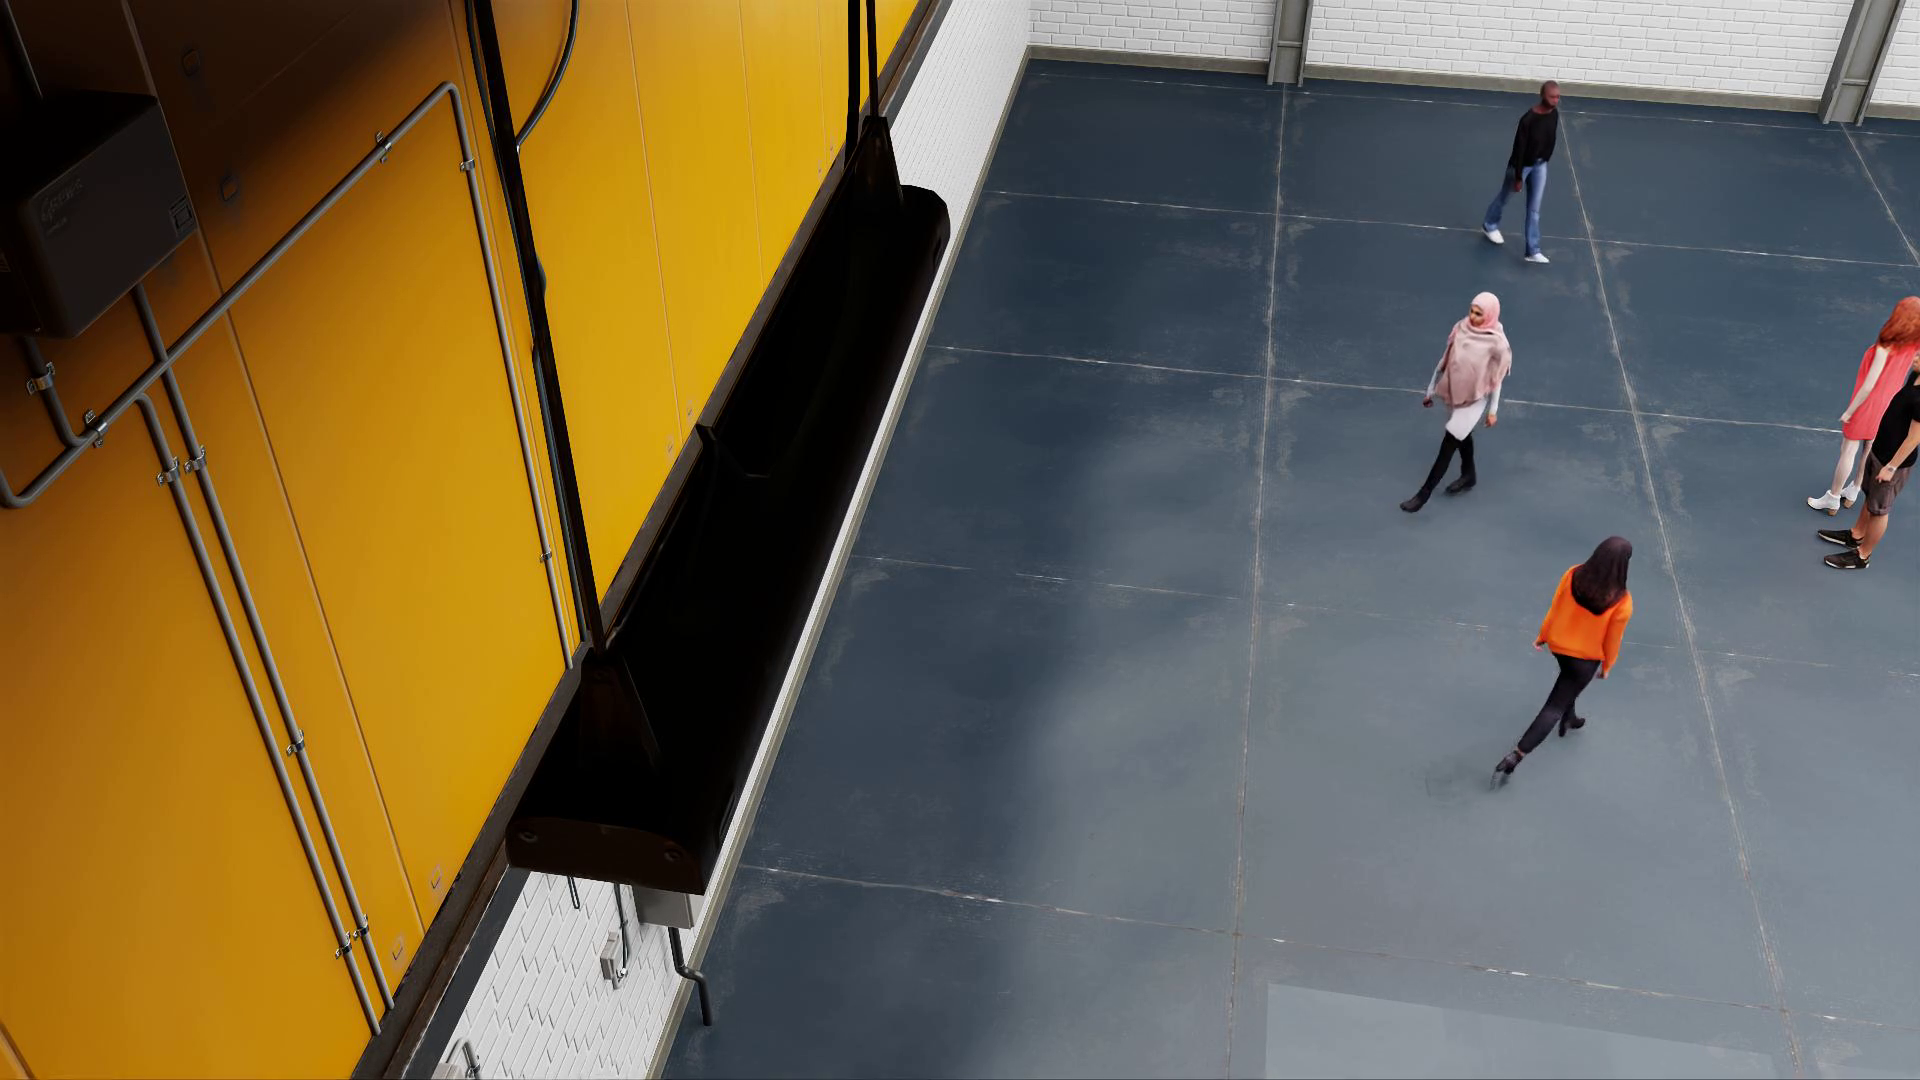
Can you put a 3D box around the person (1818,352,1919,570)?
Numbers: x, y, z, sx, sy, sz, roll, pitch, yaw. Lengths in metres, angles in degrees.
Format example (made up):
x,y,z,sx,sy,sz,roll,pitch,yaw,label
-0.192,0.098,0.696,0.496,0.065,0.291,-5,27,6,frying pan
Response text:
x,y,z,sx,sy,sz,roll,pitch,yaw,label
6.586,-0.615,11.715,0.613,1.862,0.692,11,40,13,person

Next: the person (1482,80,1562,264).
x,y,z,sx,sy,sz,roll,pitch,yaw,label
5.188,-3.463,15.407,1.150,1.705,1.078,-15,41,-18,person

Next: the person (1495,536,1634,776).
x,y,z,sx,sy,sz,roll,pitch,yaw,label
3.688,0.739,10.147,1.208,1.702,1.124,-22,43,-25,person

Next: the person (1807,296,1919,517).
x,y,z,sx,sy,sz,roll,pitch,yaw,label
6.698,-0.978,12.197,0.625,1.828,0.721,-16,41,-20,person

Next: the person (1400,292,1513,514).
x,y,z,sx,sy,sz,roll,pitch,yaw,label
3.804,-1.046,12.334,1.178,1.762,1.102,-23,44,-26,person
